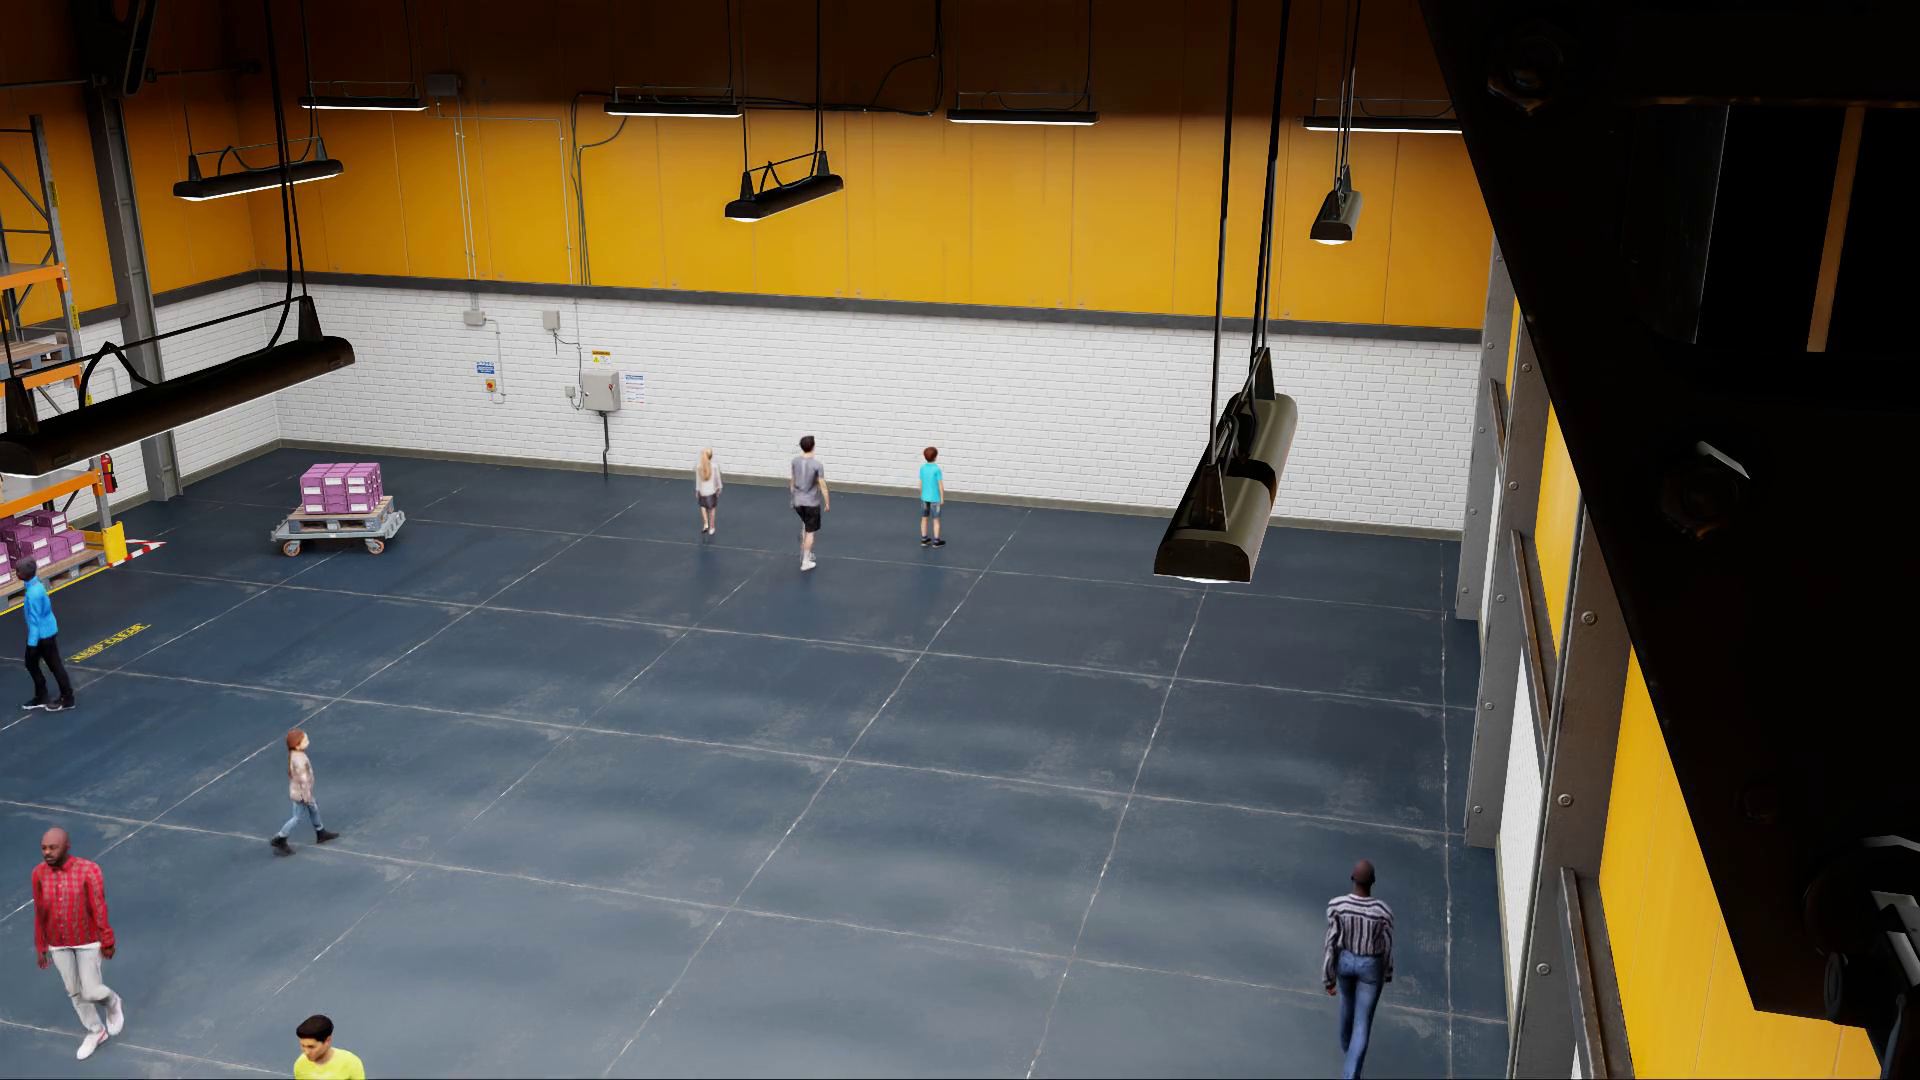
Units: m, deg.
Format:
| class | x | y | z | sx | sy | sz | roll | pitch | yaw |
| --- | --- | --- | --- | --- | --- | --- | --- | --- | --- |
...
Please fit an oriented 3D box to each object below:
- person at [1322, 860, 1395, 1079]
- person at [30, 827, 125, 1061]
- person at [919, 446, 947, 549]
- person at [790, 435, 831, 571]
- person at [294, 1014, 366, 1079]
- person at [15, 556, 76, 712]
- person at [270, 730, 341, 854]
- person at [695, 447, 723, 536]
| class | x | y | z | sx | sy | sz | roll | pitch | yaw |
| --- | --- | --- | --- | --- | --- | --- | --- | --- | --- |
| person | 2.823 | 3.150 | 11.774 | 0.748 | 1.745 | 1.186 | 8 | 20 | 22 |
| person | -6.530 | 2.922 | 12.351 | 0.766 | 1.809 | 0.817 | 0 | 19 | -1 |
| person | -0.411 | -0.621 | 23.436 | 0.570 | 1.449 | 0.546 | 11 | 21 | 29 |
| person | -2.111 | -0.480 | 22.378 | 0.774 | 1.856 | 0.794 | 10 | 21 | 28 |
| person | -3.852 | 3.642 | 10.411 | 0.733 | 1.682 | 0.932 | 1 | 19 | 2 |
| person | -9.842 | 1.020 | 18.046 | 0.899 | 1.778 | 0.838 | -11 | 22 | -30 |
| person | -6.070 | 2.297 | 15.191 | 0.862 | 1.180 | 0.823 | -9 | 21 | -24 |
| person | -3.636 | -0.696 | 23.958 | 0.645 | 1.257 | 0.792 | -1 | 19 | -2 |
